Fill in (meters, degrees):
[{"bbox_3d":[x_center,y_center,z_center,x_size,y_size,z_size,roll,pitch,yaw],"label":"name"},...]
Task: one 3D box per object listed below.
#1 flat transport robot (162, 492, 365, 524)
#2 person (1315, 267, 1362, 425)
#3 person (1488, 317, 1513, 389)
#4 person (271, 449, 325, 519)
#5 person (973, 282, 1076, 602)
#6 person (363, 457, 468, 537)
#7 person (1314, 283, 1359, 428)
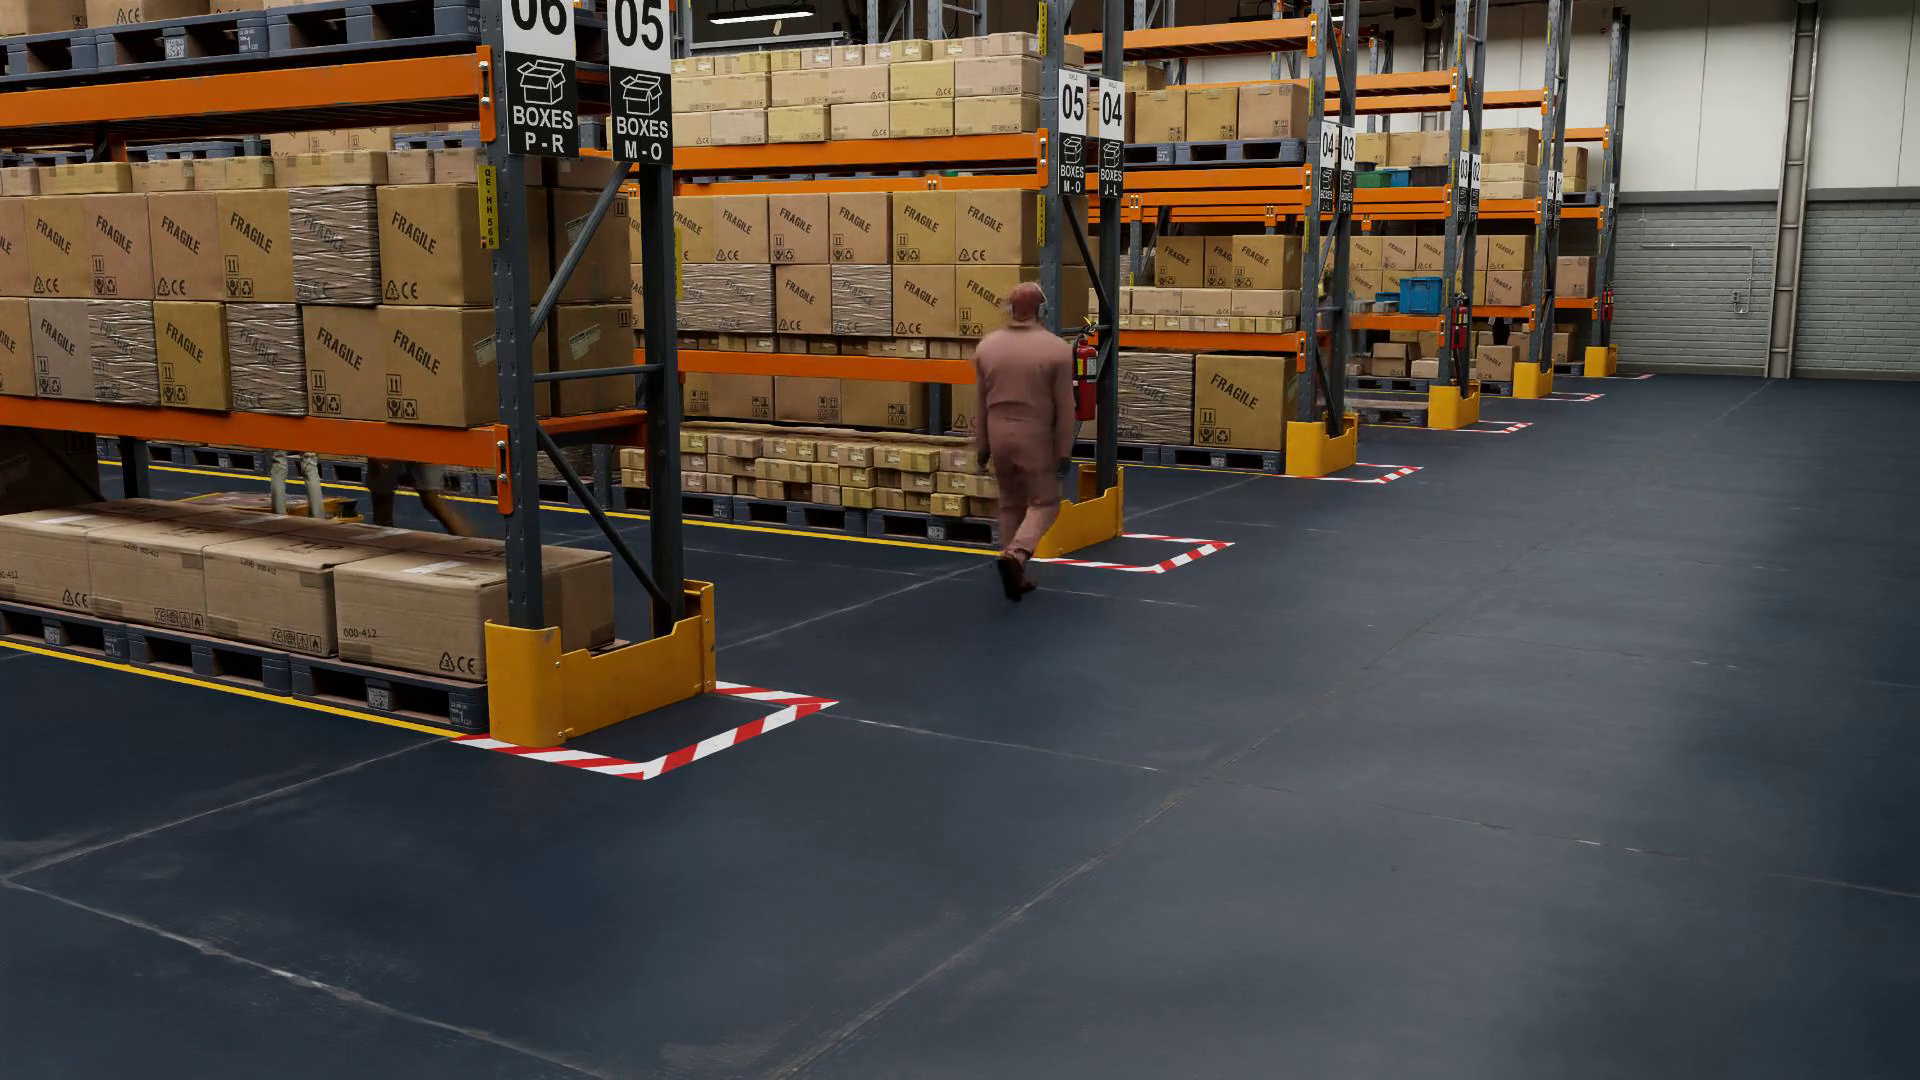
[{"bbox_3d":[-5.242,-0.204,12.353,1.431,0.197,0.652,3,10,16],"label":"flat transport robot"},{"bbox_3d":[4.119,-2.029,18.240,0.463,1.914,0.661,3,10,17],"label":"person"},{"bbox_3d":[8.334,-3.284,25.568,0.394,1.920,0.587,5,11,27],"label":"person"},{"bbox_3d":[-4.718,-0.892,11.708,0.526,1.869,0.315,-2,10,-12],"label":"person"},{"bbox_3d":[0.353,-0.556,9.712,0.652,1.889,0.662,5,11,29],"label":"person"},{"bbox_3d":[-3.213,-0.634,9.819,0.929,2.016,0.616,7,12,35],"label":"person"},{"bbox_3d":[4.206,-2.081,19.086,0.855,1.726,0.526,3,10,18],"label":"person"}]
